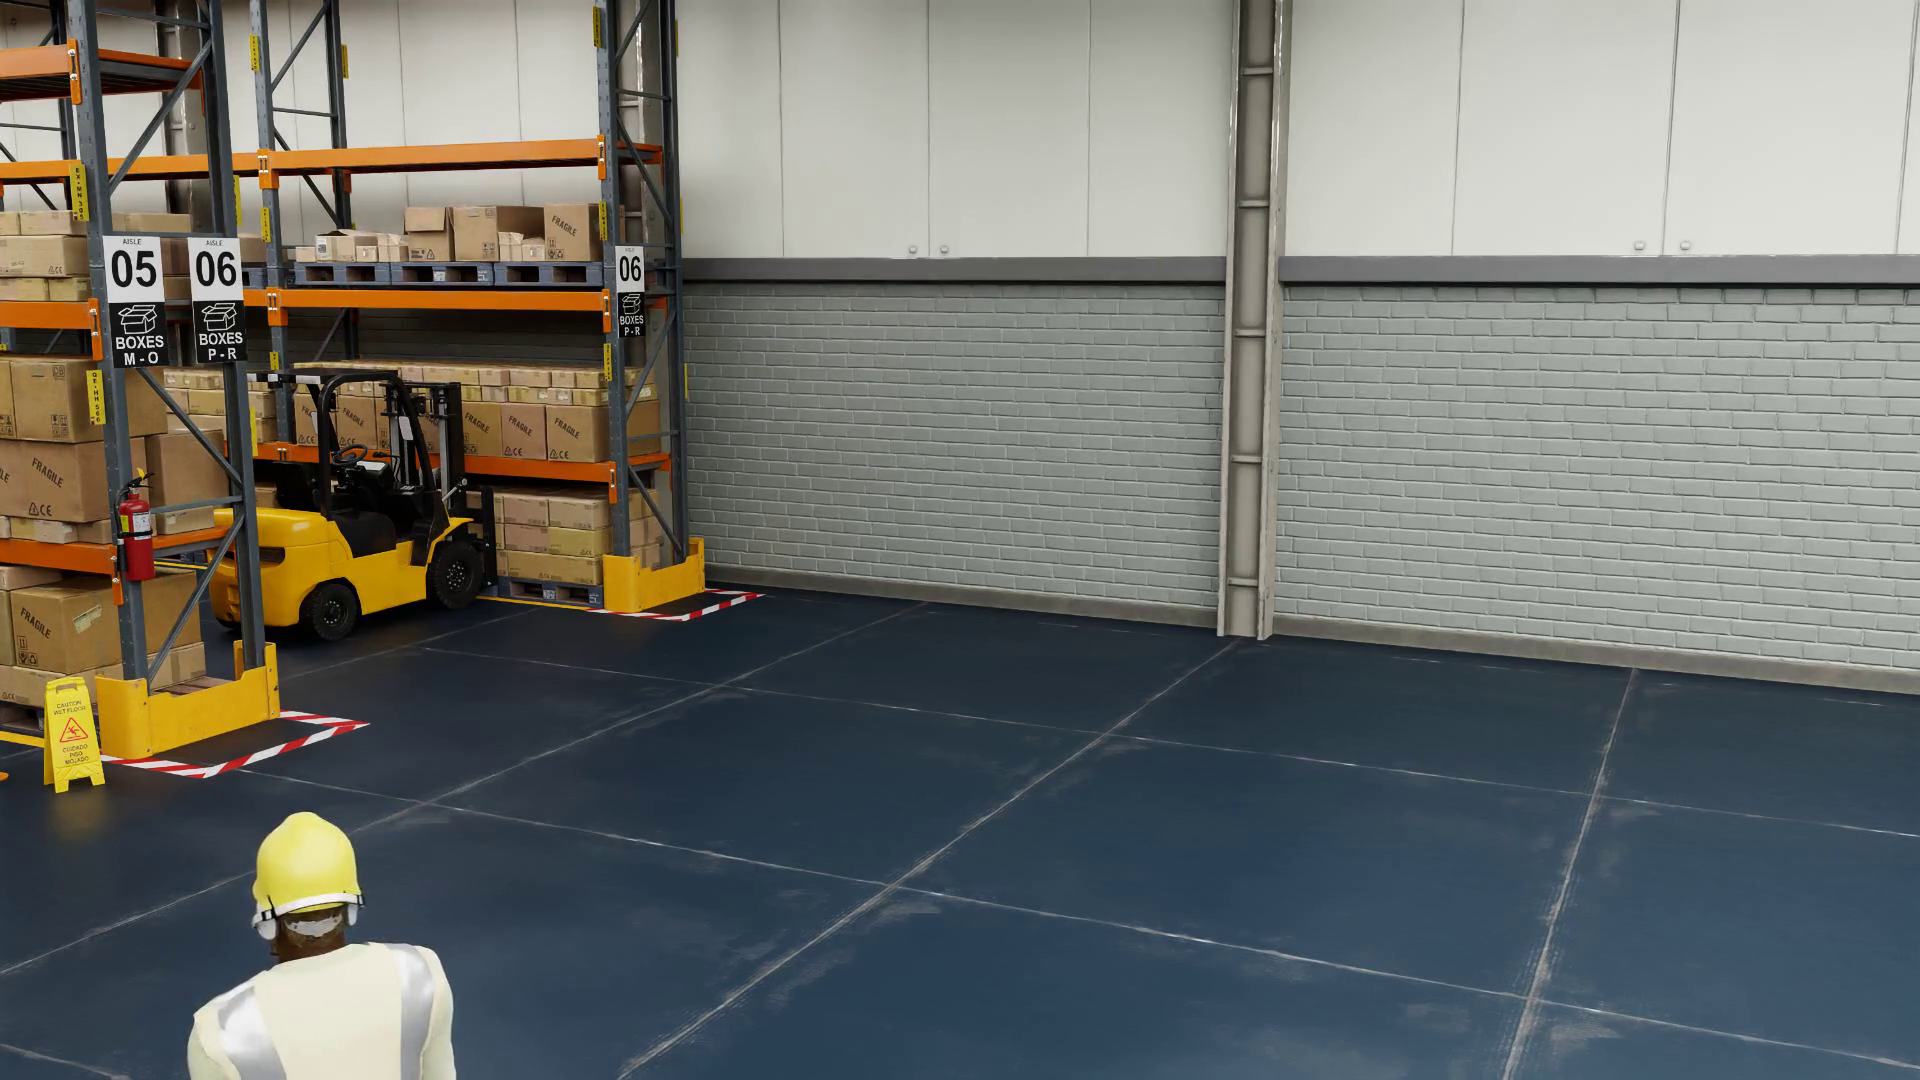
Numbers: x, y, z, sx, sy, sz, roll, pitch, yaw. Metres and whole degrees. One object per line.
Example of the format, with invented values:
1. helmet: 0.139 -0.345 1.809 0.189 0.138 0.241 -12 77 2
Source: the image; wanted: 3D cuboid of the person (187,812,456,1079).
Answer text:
1. person: -1.435 1.512 3.786 0.589 1.834 0.403 -8 12 -40
